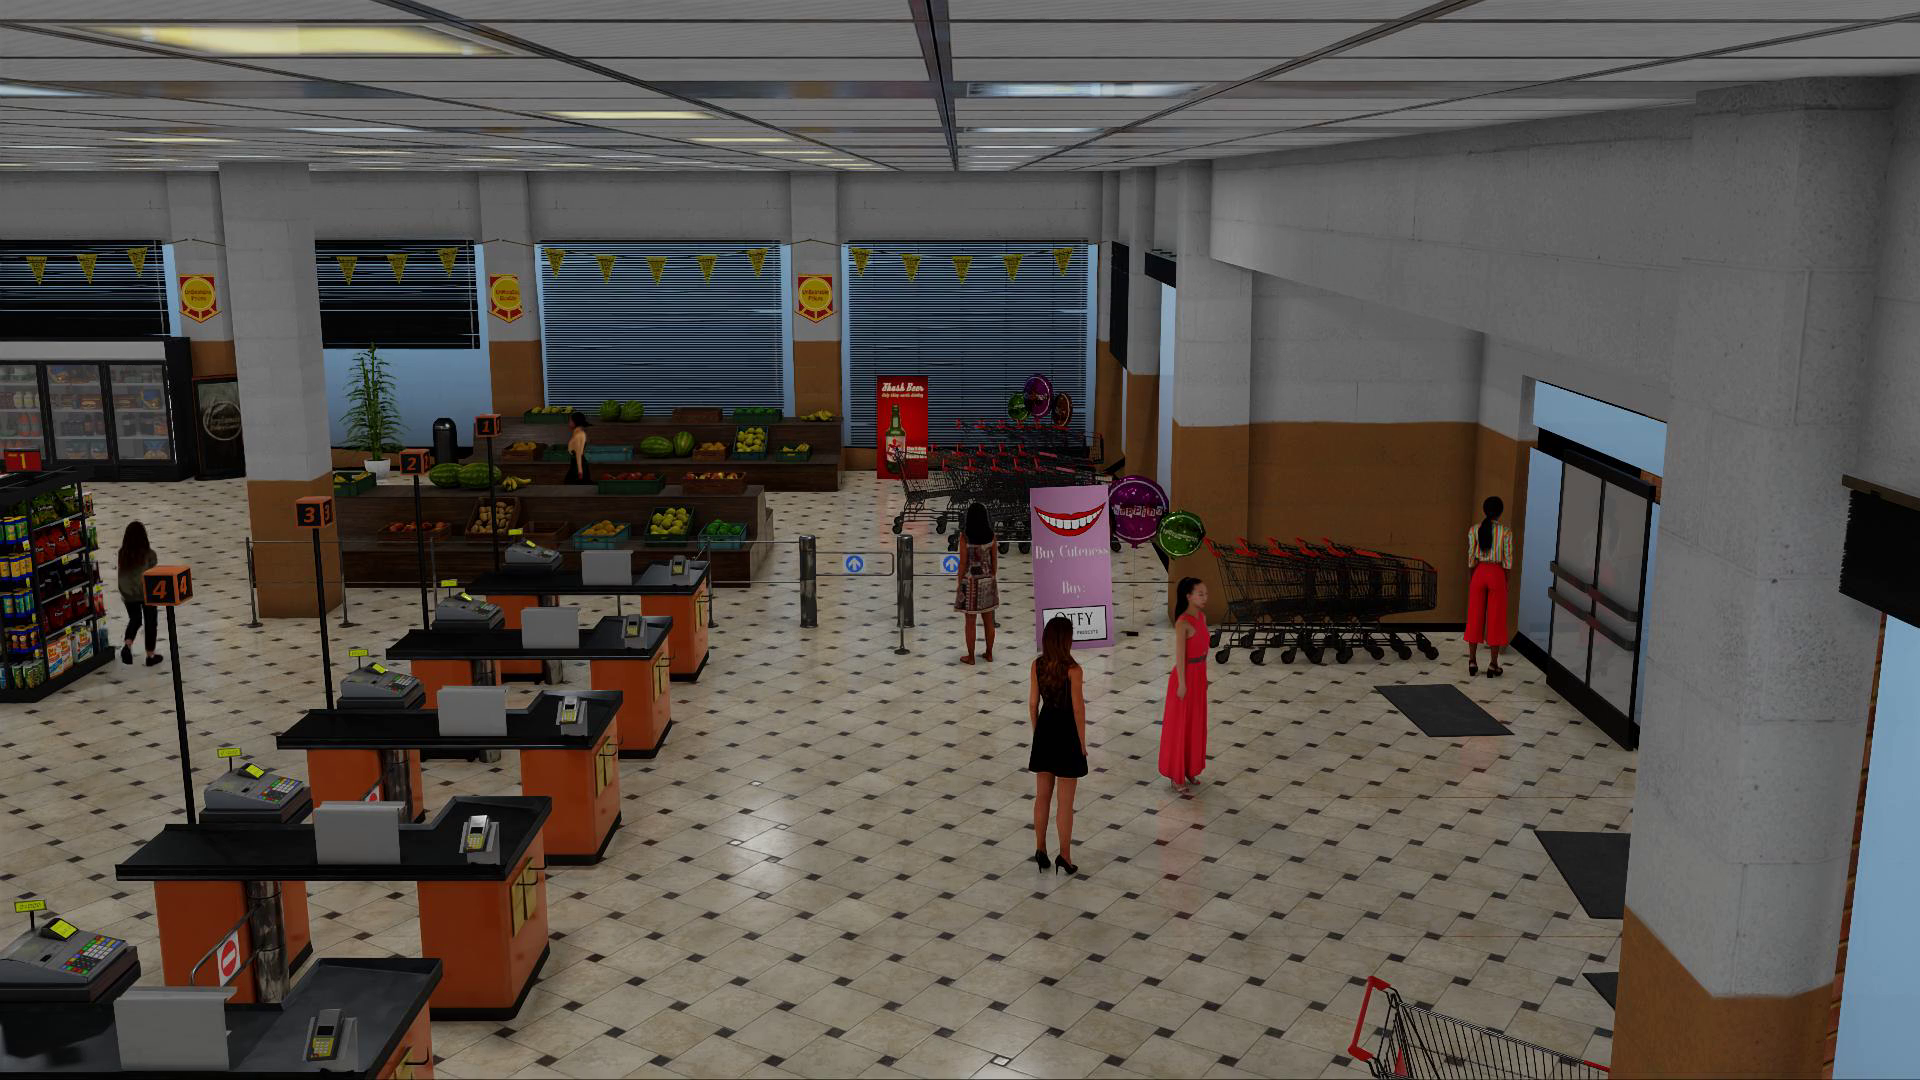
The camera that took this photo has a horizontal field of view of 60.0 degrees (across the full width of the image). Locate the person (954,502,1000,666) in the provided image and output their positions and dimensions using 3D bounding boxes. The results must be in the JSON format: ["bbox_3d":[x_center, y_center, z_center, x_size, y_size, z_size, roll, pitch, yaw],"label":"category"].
[{"bbox_3d":[0.171,0.428,16.750,0.639,1.645,0.784,-6,13,-27],"label":"person"}]

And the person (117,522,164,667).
[{"bbox_3d":[-8.187,0.568,16.519,0.660,1.465,0.648,0,12,-1],"label":"person"}]

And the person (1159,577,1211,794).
[{"bbox_3d":[1.819,1.135,13.194,0.752,1.725,0.717,8,15,35],"label":"person"}]

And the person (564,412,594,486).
[{"bbox_3d":[-5.281,-0.970,23.454,1.028,1.617,0.616,1,12,3],"label":"person"}]

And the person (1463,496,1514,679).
[{"bbox_3d":[5.173,0.450,16.282,0.629,1.793,0.735,7,14,30],"label":"person"}]

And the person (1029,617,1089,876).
[{"bbox_3d":[0.669,1.427,11.548,0.633,1.834,0.729,8,14,32],"label":"person"}]
